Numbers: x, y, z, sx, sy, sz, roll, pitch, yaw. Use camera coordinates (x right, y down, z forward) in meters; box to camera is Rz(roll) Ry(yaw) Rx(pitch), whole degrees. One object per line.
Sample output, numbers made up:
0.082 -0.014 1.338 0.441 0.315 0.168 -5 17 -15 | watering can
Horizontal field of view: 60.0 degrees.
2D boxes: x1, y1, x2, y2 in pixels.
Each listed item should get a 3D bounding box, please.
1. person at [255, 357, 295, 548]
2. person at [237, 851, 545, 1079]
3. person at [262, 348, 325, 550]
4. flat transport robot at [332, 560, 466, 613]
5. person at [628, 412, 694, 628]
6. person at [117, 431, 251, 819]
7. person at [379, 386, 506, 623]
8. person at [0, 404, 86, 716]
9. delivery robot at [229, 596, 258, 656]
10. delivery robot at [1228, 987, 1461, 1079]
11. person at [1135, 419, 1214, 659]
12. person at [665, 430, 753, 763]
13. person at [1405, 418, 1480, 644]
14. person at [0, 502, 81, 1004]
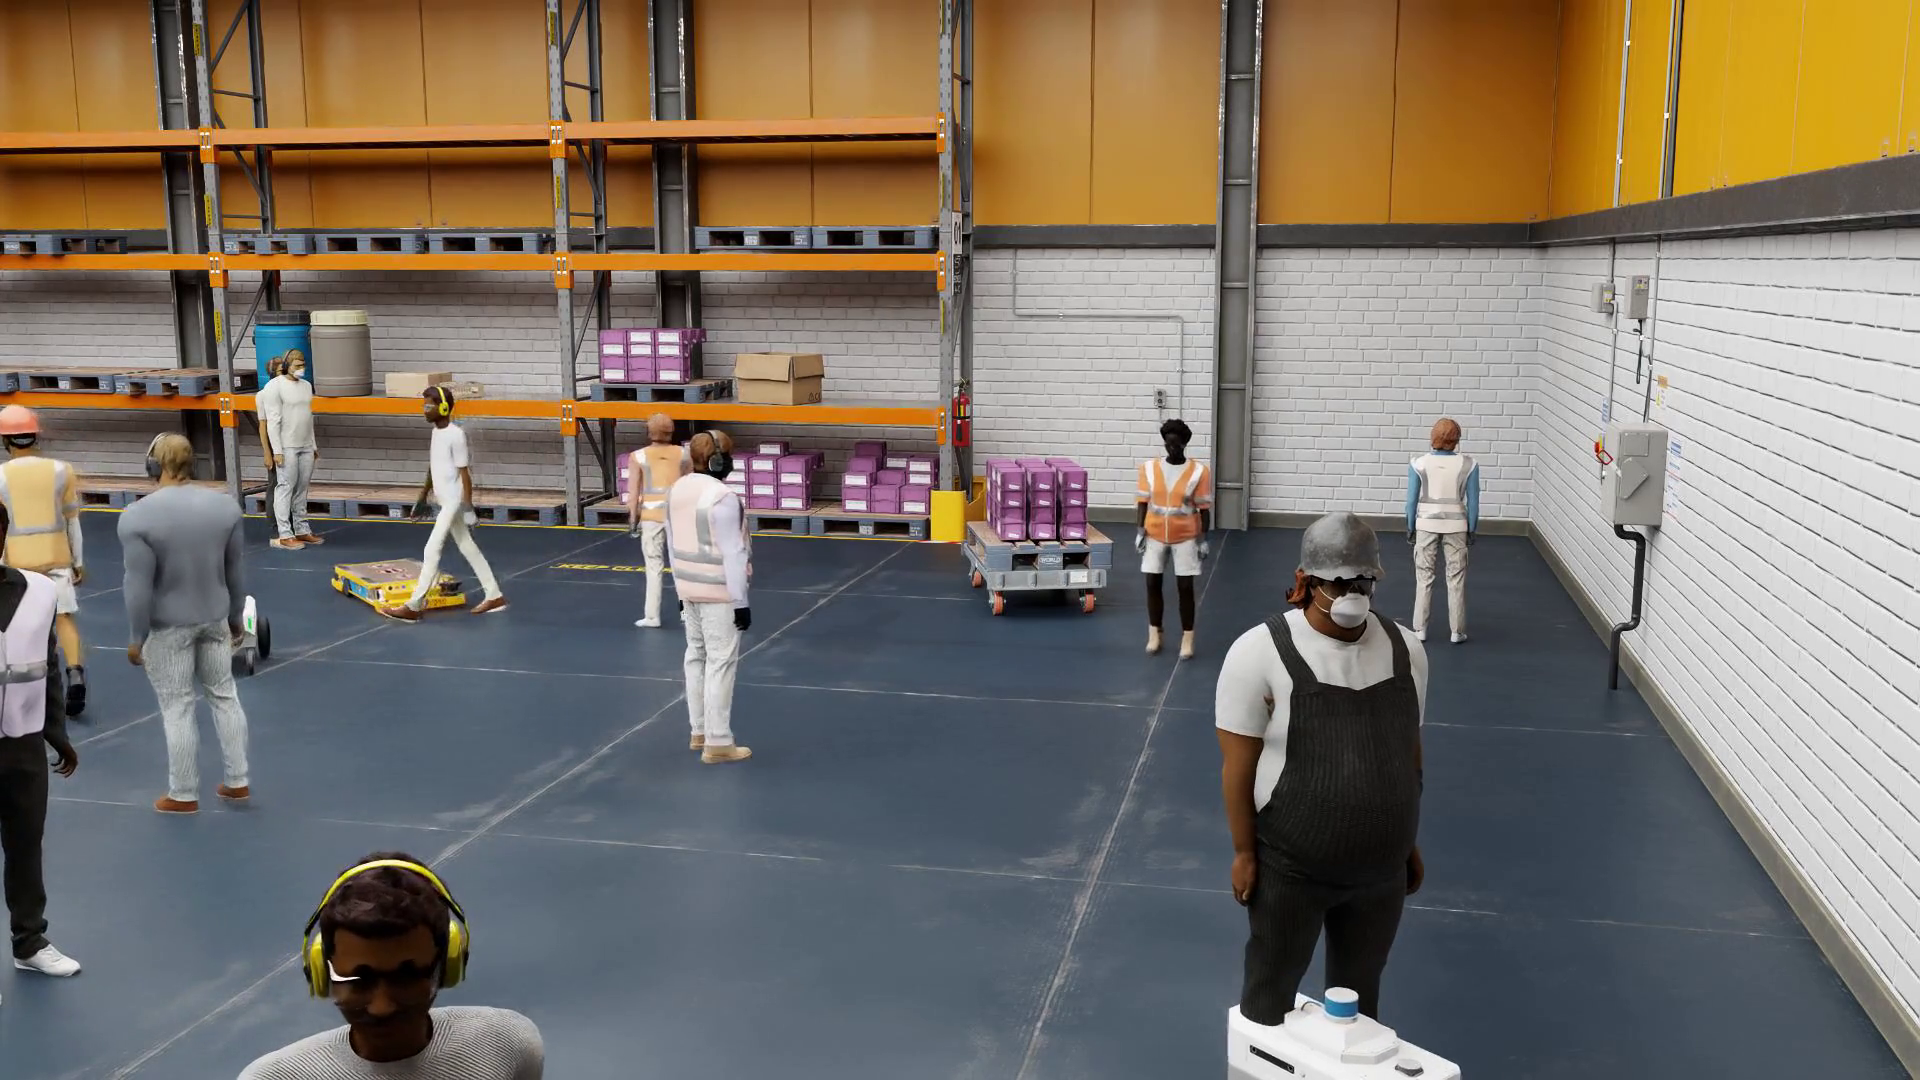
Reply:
-6.562 -0.851 16.119 0.342 1.846 0.508 3 10 16 | person
-0.900 1.402 2.732 0.534 1.861 0.310 -5 11 -29 | person
-6.425 -0.884 16.059 0.371 1.935 0.627 3 10 15 | person
-4.620 0.356 13.627 0.652 0.197 1.431 -7 12 -35 | flat transport robot
-2.226 -0.147 12.618 0.575 1.621 0.400 -2 10 -14 | person
-3.855 0.422 8.311 0.351 1.937 0.635 7 12 35 | person
-3.984 -0.270 12.806 1.015 1.805 0.505 -6 11 -31 | person
-5.633 0.128 10.153 0.552 1.915 0.873 -8 12 -40 | person
-5.000 0.550 11.365 0.477 0.478 0.707 -4 10 -21 | delivery robot
1.156 1.611 5.079 0.477 0.478 0.707 -7 12 -36 | delivery robot
1.494 -0.011 11.624 0.552 1.680 0.361 4 10 20 | person
-1.396 0.319 9.289 0.489 1.853 0.634 -8 13 -40 | person
3.483 -0.060 12.044 0.515 1.641 0.315 3 10 19 | person
-3.659 0.774 6.289 0.386 1.916 0.590 5 11 29 | person
